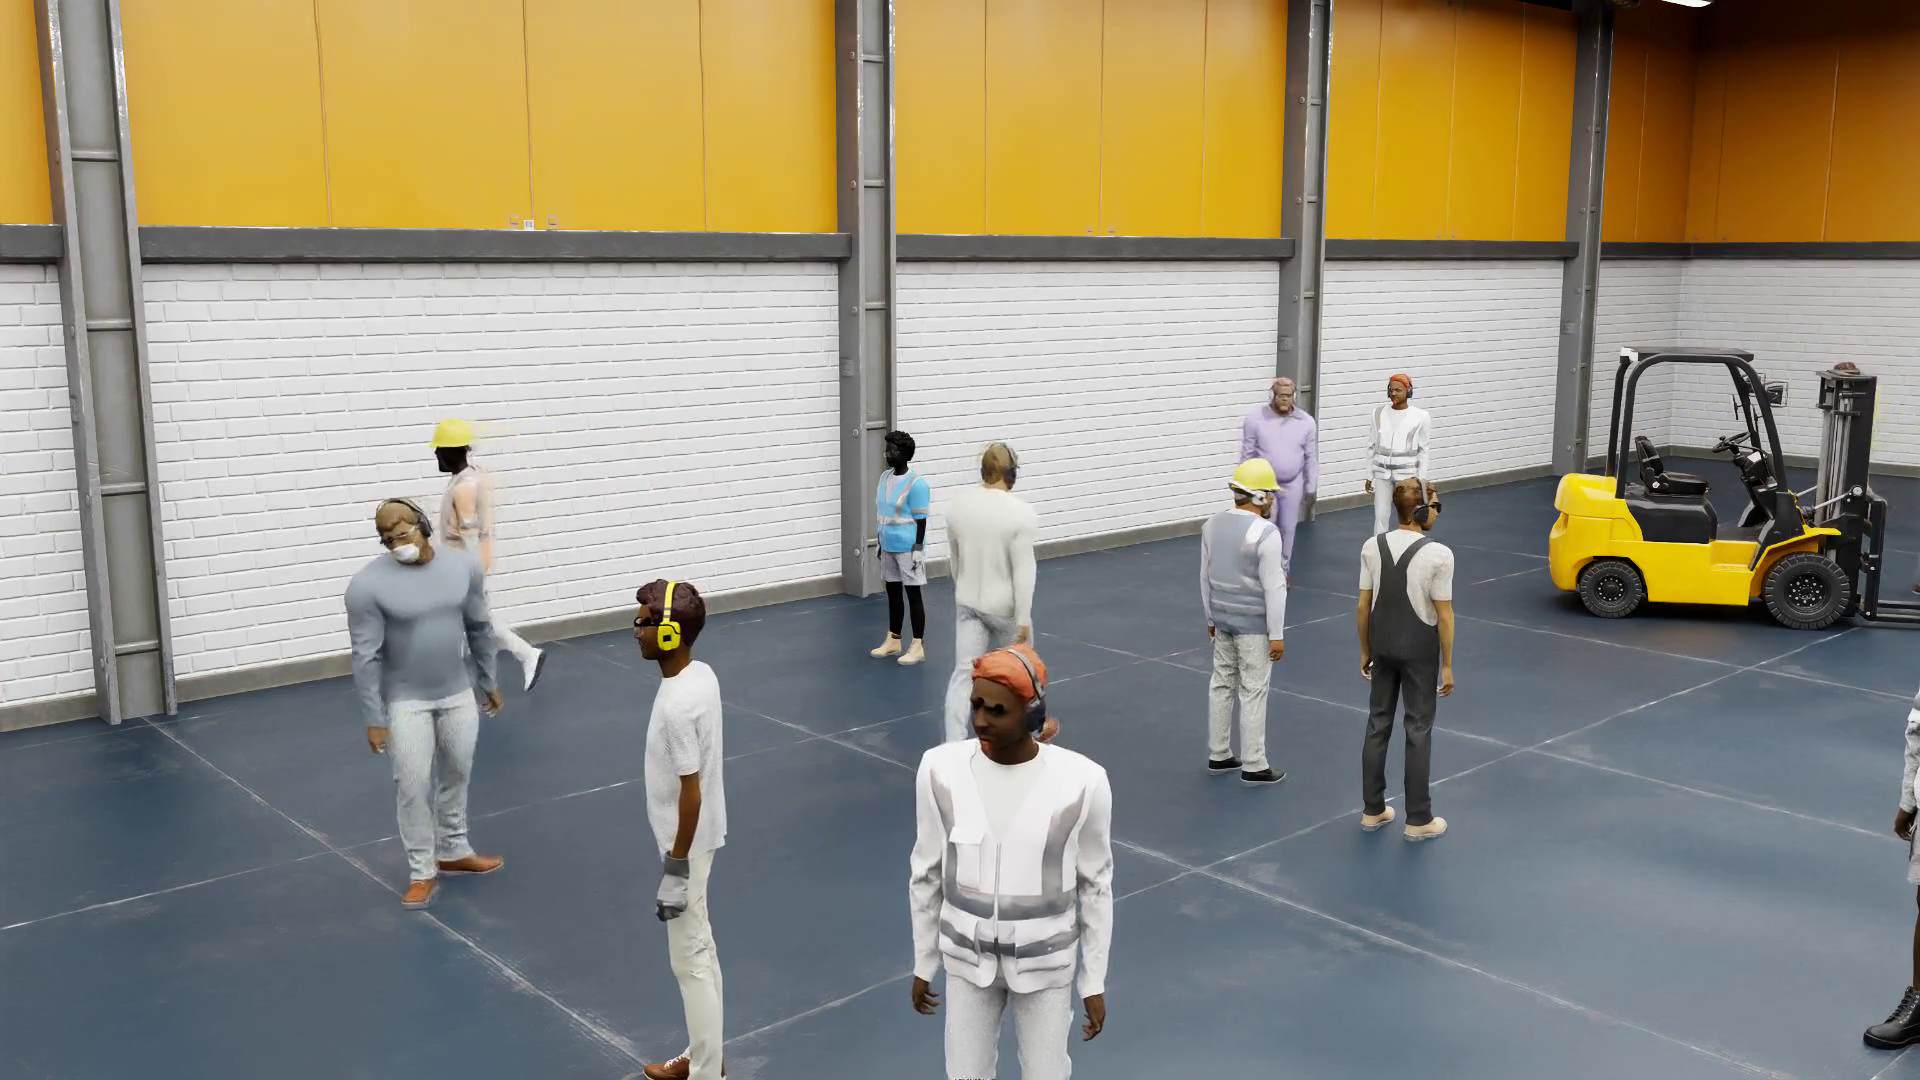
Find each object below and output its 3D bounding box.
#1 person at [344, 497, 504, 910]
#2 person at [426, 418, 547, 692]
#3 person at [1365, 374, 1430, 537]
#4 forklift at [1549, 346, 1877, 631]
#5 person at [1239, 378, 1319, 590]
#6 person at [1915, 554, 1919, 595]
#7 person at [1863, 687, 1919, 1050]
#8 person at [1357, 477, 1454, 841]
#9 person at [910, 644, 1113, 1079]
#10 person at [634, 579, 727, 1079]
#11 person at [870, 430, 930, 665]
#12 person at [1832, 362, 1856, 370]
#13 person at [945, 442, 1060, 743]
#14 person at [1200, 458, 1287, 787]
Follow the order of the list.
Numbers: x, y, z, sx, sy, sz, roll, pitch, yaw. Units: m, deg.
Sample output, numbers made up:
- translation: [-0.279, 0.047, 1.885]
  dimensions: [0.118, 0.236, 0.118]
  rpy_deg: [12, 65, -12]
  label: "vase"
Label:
- translation: [-2.424, 0.717, 7.601]
  dimensions: [0.743, 1.899, 0.434]
  rpy_deg: [-9, 13, -44]
  label: "person"
- translation: [-3.180, 0.146, 10.885]
  dimensions: [0.785, 1.906, 0.597]
  rpy_deg: [-2, 10, -11]
  label: "person"
- translation: [3.967, -0.570, 15.143]
  dimensions: [0.573, 1.882, 0.355]
  rpy_deg: [6, 12, 33]
  label: "person"
- translation: [6.109, -0.478, 13.691]
  dimensions: [2.313, 2.155, 1.214]
  rpy_deg: [3, 10, 16]
  label: "forklift"
- translation: [2.793, -0.466, 14.524]
  dimensions: [0.690, 1.883, 0.684]
  rpy_deg: [0, 10, 1]
  label: "person"
- translation: [8.428, -0.295, 14.254]
  dimensions: [0.266, 1.631, 0.507]
  rpy_deg: [4, 10, 21]
  label: "person"
- translation: [3.615, 0.970, 5.960]
  dimensions: [0.360, 1.939, 0.543]
  rpy_deg: [-4, 11, -25]
  label: "person"
- translation: [2.256, 0.597, 8.420]
  dimensions: [0.516, 1.841, 0.326]
  rpy_deg: [9, 13, 42]
  label: "person"
- translation: [0.138, 1.211, 4.712]
  dimensions: [0.579, 1.881, 0.342]
  rpy_deg: [3, 10, 16]
  label: "person"
- translation: [-0.963, 1.052, 5.679]
  dimensions: [0.323, 1.871, 0.528]
  rpy_deg: [-1, 10, -5]
  label: "person"
- translation: [-0.430, 0.051, 12.045]
  dimensions: [0.319, 1.697, 0.532]
  rpy_deg: [-8, 13, -39]
  label: "person"
- translation: [9.602, -1.028, 18.052]
  dimensions: [0.437, 1.811, 0.681]
  rpy_deg: [6, 11, 31]
  label: "person"
- translation: [0.207, 0.379, 9.572]
  dimensions: [0.650, 1.884, 1.016]
  rpy_deg: [7, 12, 34]
  label: "person"
- translation: [1.606, 0.453, 9.305]
  dimensions: [0.403, 1.827, 0.600]
  rpy_deg: [-6, 12, -33]
  label: "person"
